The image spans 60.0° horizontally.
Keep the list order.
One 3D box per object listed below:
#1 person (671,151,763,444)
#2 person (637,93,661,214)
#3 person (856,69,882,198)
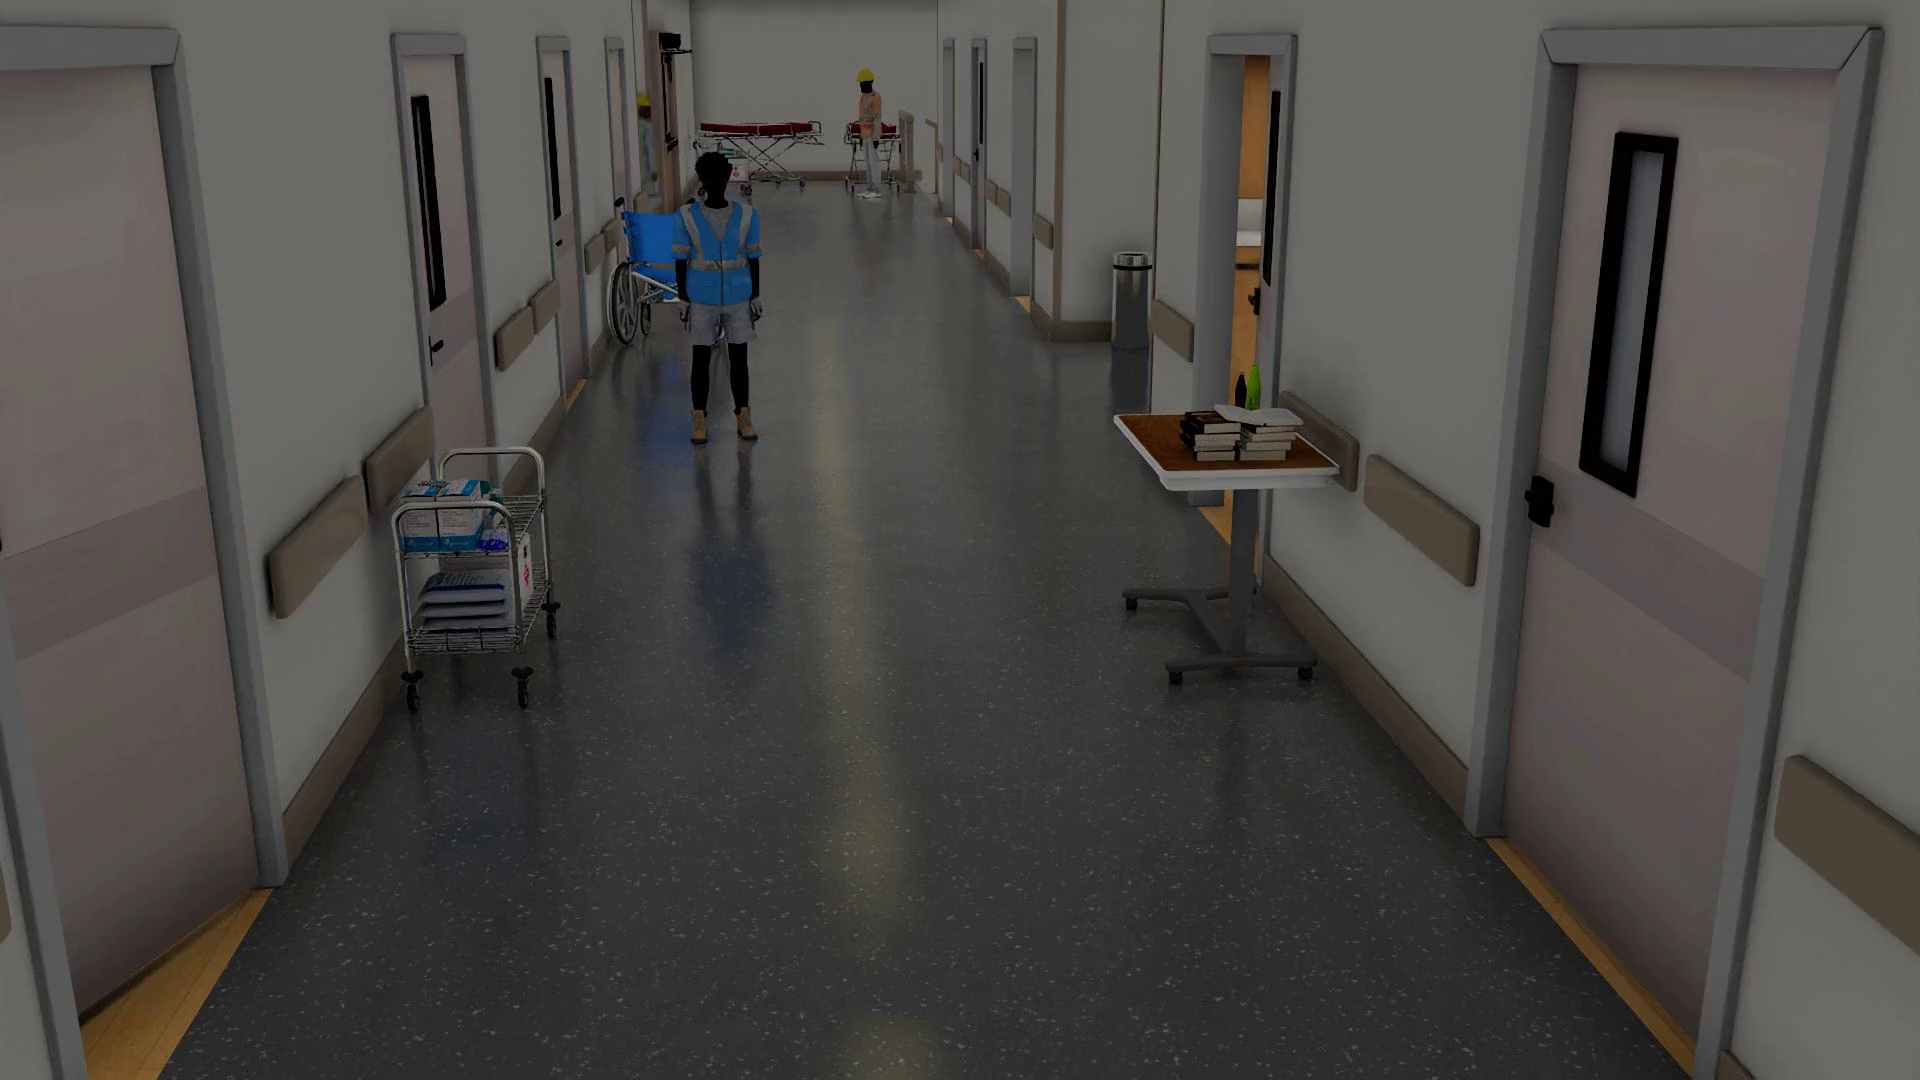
[{"bbox_3d":[-1.414,-1.414,9.765,0.536,1.697,0.318,-5,17,-16],"label":"person"},{"bbox_3d":[-3.780,-4.398,19.688,0.497,1.724,0.563,13,21,37],"label":"person"},{"bbox_3d":[-1.385,-6.169,25.282,0.398,1.918,0.587,-8,18,-24],"label":"person"}]
